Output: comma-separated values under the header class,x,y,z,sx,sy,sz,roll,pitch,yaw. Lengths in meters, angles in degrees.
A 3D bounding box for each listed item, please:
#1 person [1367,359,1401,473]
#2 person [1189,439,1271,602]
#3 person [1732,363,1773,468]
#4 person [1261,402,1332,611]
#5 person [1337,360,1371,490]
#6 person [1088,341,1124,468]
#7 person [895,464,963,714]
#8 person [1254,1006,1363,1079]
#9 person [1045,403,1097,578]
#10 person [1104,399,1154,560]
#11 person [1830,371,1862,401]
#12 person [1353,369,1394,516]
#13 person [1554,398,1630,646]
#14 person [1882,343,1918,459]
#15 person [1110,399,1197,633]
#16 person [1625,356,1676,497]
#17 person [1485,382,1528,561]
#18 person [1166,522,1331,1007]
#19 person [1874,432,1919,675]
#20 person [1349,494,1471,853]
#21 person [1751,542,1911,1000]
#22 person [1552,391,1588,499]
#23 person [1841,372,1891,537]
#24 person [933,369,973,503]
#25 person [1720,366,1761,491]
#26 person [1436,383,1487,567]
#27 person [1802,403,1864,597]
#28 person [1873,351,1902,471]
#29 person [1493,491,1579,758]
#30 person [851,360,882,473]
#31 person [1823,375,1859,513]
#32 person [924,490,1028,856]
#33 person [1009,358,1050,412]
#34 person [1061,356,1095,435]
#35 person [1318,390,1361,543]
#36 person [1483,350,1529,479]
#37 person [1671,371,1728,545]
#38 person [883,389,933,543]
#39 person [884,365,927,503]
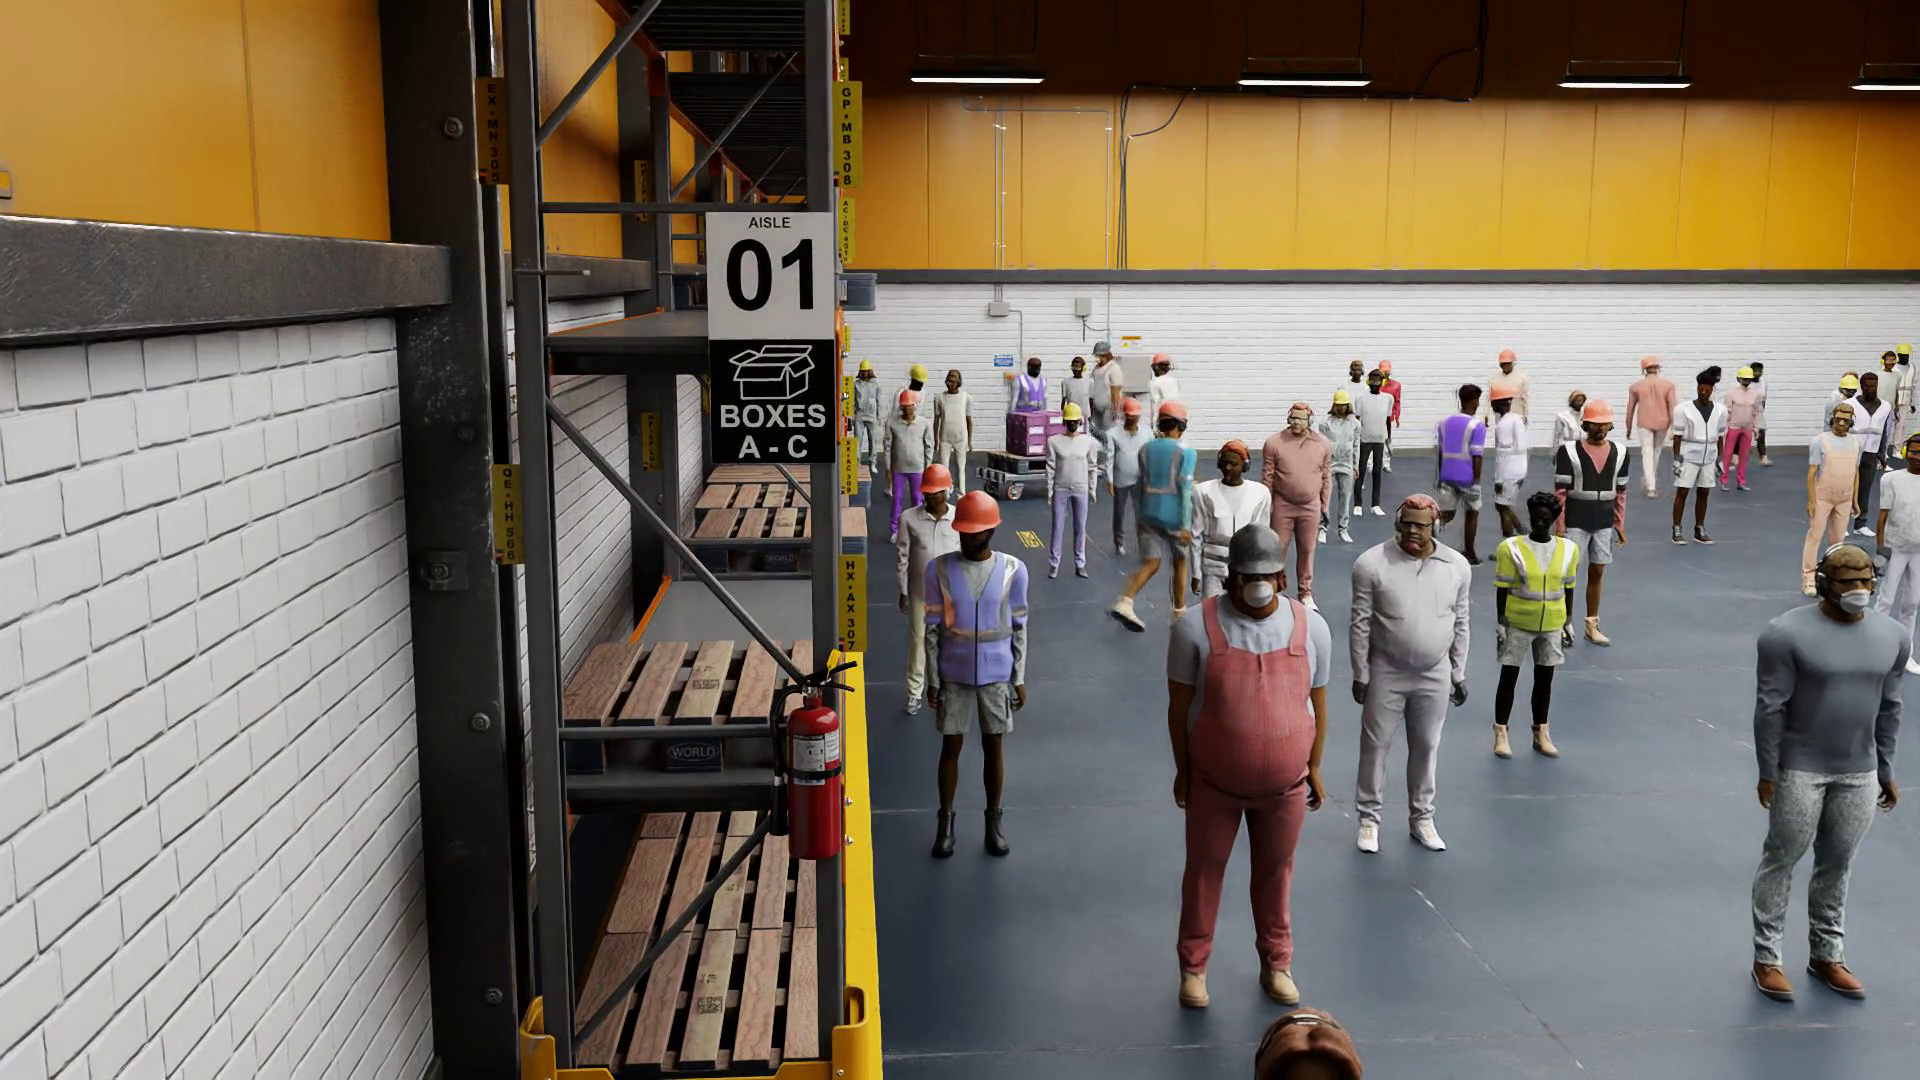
class,x,y,z,sx,sy,sz,roll,pitch,yaw
person,6.480,-1.889,25.476,0.564,1.752,0.338,0,9,-1
person,1.913,0.224,11.808,0.575,1.883,0.362,0,9,-1
person,12.507,-1.962,26.218,0.550,1.659,0.837,-1,9,-5
person,3.041,-0.296,15.008,0.643,1.905,0.400,0,9,-1
person,5.569,-1.620,23.500,0.507,1.846,0.351,0,9,-1
person,2.273,-2.113,25.987,0.577,2.000,0.698,-5,10,-29
person,-0.163,0.338,11.502,0.564,1.747,0.339,0,9,-1
person,0.656,1.702,3.282,0.515,1.641,0.314,0,9,-1
person,1.116,-0.491,16.655,0.525,1.769,0.327,0,9,-1
person,1.819,-0.645,17.760,0.566,1.713,0.858,-1,9,-5
person,12.956,-1.652,24.342,0.515,1.641,0.314,0,9,-1
person,5.218,-1.228,20.986,0.521,1.864,0.336,0,9,-1
person,5.158,-0.141,13.592,0.608,2.045,0.392,0,9,-1
person,15.489,-2.288,27.438,0.588,1.928,0.384,0,9,-1
person,1.675,-0.187,14.074,0.652,1.998,0.905,8,12,41
person,9.528,-1.566,22.965,0.624,1.902,1.085,2,9,14
person,5.781,-0.711,17.593,0.506,1.909,0.607,7,11,36
person,1.205,0.930,6.877,0.680,2.000,0.536,0,9,-1
person,7.203,0.105,12.617,0.521,1.864,0.336,0,9,-1
person,2.369,0.701,8.747,0.643,1.905,0.400,0,9,-1
person,3.639,0.964,6.982,0.629,1.940,0.379,0,9,-1
person,7.645,-1.034,20.591,0.515,1.600,0.808,-2,9,-13
person,10.485,-0.996,19.350,0.590,1.920,0.399,0,9,-1
person,-0.086,-1.263,21.272,0.507,1.842,0.351,0,9,-1
person,10.977,-1.561,23.375,0.525,1.769,0.327,0,9,-1
person,5.099,-0.652,17.156,0.816,1.935,0.611,-5,11,-31
person,8.241,-0.374,15.686,0.507,1.842,0.351,0,9,-1
person,14.346,-1.999,25.804,0.521,1.873,0.336,0,9,-1
person,3.612,0.528,10.468,0.535,1.699,0.322,0,9,-1
person,-1.441,-1.892,25.529,0.486,1.744,0.311,0,9,-1
person,11.274,-1.218,21.222,0.525,1.769,0.327,0,9,-1
person,0.085,0.697,8.677,0.546,1.934,0.376,0,9,-1
person,1.096,-1.890,25.396,0.639,1.777,1.007,-6,11,-35
person,1.715,-1.739,24.195,0.521,1.864,0.336,0,9,-1
person,4.301,-0.832,18.870,0.486,1.744,0.311,0,9,-1
person,8.181,-1.882,24.880,0.629,1.940,1.036,6,11,33
person,8.322,-0.921,18.740,0.608,1.963,0.374,0,9,-1
person,-0.589,-0.835,18.852,0.564,1.752,0.338,0,9,-1
person,-0.707,-1.433,22.371,1.025,1.845,0.664,7,11,37
